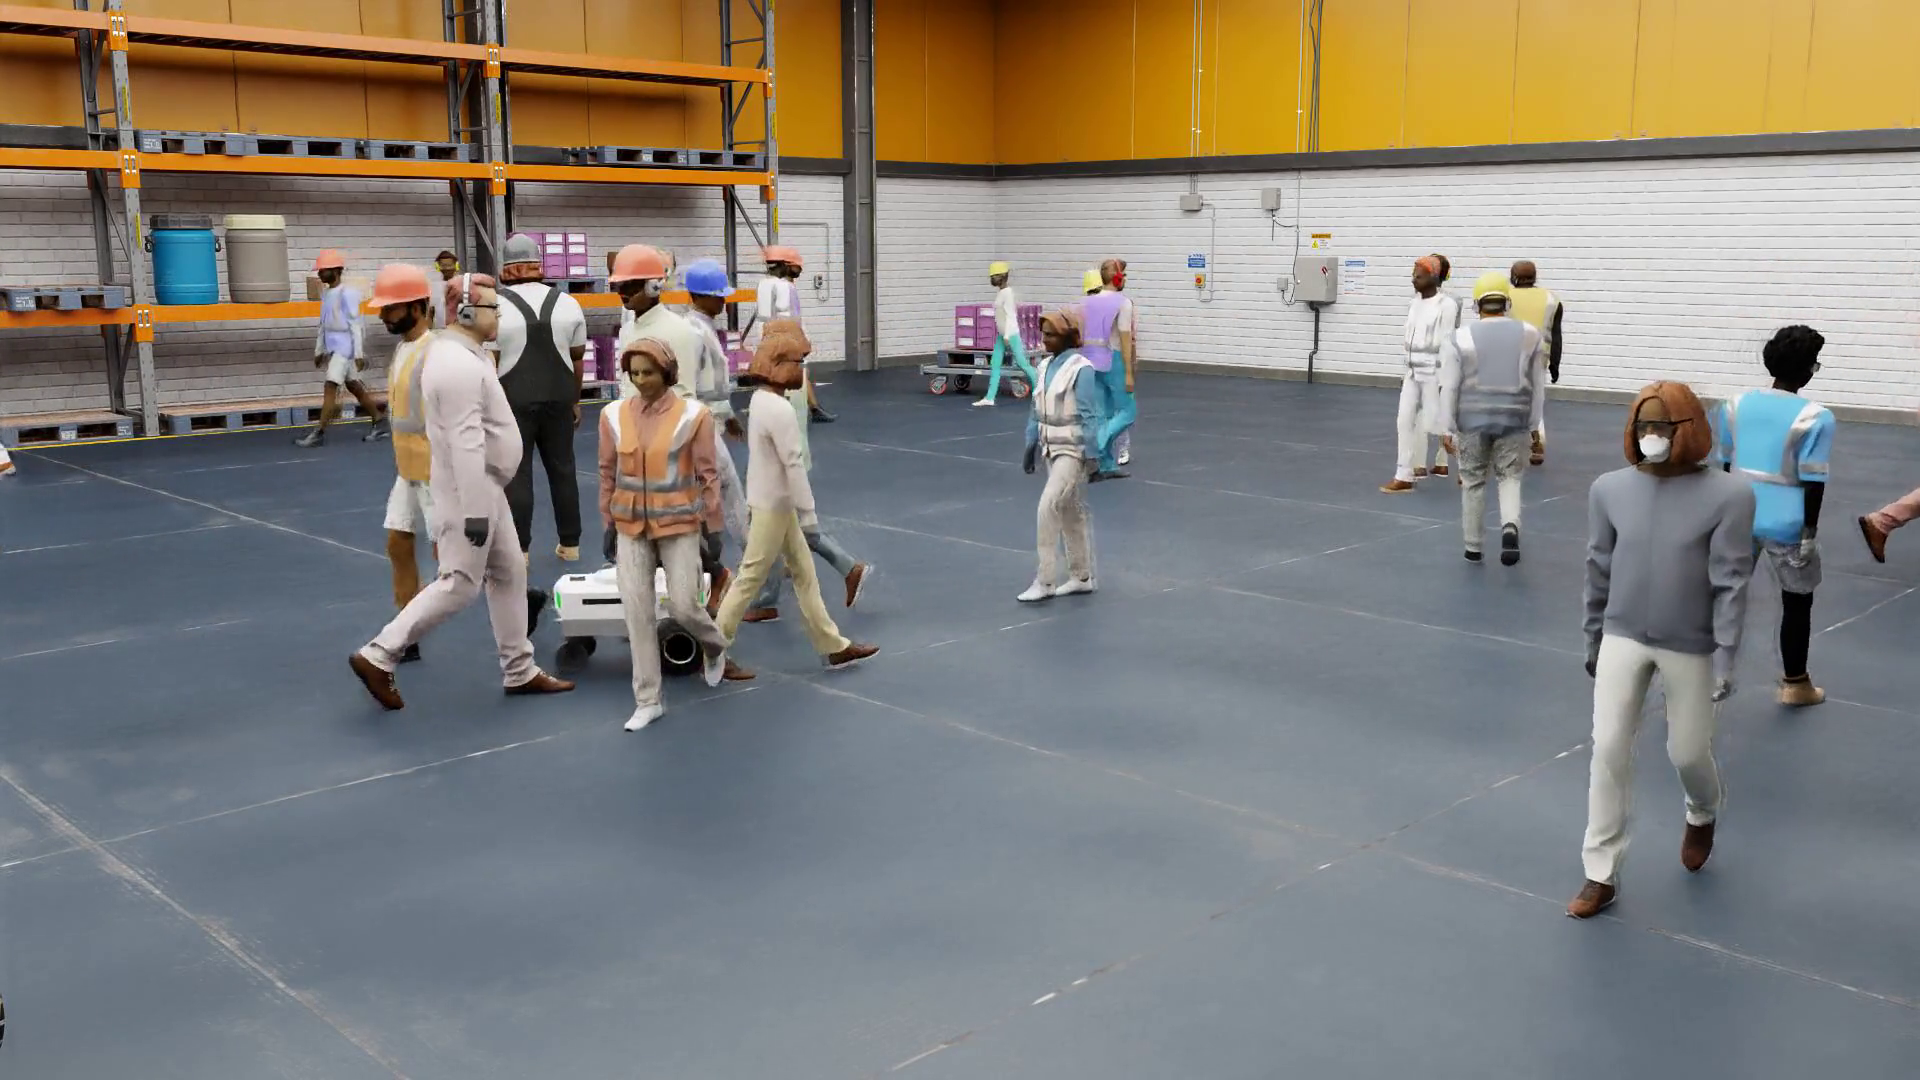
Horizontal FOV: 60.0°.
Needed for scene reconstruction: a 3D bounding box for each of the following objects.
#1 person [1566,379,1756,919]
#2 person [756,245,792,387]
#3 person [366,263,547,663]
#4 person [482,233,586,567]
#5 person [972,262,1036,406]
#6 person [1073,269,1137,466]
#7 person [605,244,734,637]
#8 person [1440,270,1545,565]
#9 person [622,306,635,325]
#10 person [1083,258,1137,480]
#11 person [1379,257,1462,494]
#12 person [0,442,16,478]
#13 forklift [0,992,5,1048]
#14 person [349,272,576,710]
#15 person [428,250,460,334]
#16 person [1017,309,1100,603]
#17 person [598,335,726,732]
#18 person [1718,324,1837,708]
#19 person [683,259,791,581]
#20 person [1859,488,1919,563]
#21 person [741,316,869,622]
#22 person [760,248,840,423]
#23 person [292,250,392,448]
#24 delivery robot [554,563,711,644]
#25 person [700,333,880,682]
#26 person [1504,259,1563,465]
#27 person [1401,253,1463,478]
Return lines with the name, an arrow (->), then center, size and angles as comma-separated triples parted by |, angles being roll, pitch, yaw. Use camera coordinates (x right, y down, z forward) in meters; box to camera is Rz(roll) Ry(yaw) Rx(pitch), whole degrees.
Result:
person -> 2.139, 0.309, 5.048 | 0.501, 1.605, 0.728 | 8, 13, 39
person -> -1.854, -2.053, 17.055 | 0.470, 1.917, 0.552 | -9, 14, -41
person -> -2.443, -0.356, 7.885 | 0.836, 1.905, 0.542 | -8, 13, -38
person -> -2.662, -0.859, 10.228 | 0.683, 2.000, 0.536 | -7, 13, -34
person -> 0.624, -2.443, 19.771 | 0.897, 1.714, 0.597 | -2, 11, -13
person -> 1.261, -1.500, 14.568 | 0.541, 1.725, 0.522 | 3, 11, 16
person -> -1.499, -0.490, 8.379 | 0.541, 1.977, 0.637 | -8, 13, -39
person -> 3.210, -0.715, 10.048 | 0.615, 1.817, 0.550 | 1, 10, 7
person -> -2.392, -1.203, 12.589 | 0.310, 1.863, 0.532 | -1, 10, -5
person -> 1.213, -1.387, 13.668 | 0.475, 1.833, 0.595 | -6, 12, -31
person -> 3.710, -1.283, 13.037 | 0.770, 1.860, 0.585 | -4, 11, -21
person -> -8.136, -1.357, 13.397 | 0.640, 1.891, 1.035 | 6, 12, 29
forklift -> -3.245, 0.323, 3.363 | 2.313, 2.155, 1.214 | 2, 11, 13
person -> -2.164, -0.198, 7.109 | 0.871, 1.874, 0.653 | -3, 11, -15
person -> -5.490, -2.188, 17.979 | 0.527, 1.860, 0.321 | -2, 11, -11
person -> 0.491, -0.455, 9.158 | 0.660, 1.611, 0.552 | -5, 11, -25
person -> -1.231, -0.049, 6.961 | 0.525, 1.619, 0.594 | 2, 11, 12
person -> 3.360, -0.073, 6.976 | 0.826, 1.663, 0.536 | -7, 12, -32
person -> -1.445, -0.657, 9.525 | 1.017, 1.884, 0.685 | -2, 11, -10
person -> 5.716, -0.678, 9.657 | 0.699, 1.886, 0.659 | 7, 12, 33
person -> -0.849, -0.367, 8.717 | 0.686, 1.609, 0.508 | -1, 10, -8
person -> -1.836, -2.184, 17.888 | 0.996, 1.890, 0.546 | 0, 10, -2
person -> -5.993, -1.849, 16.067 | 1.011, 1.887, 0.565 | -10, 14, -42
delivery robot -> -1.534, 0.280, 7.816 | 0.707, 0.478, 0.477 | -1, 10, -4
person -> -0.803, -0.143, 7.558 | 0.871, 1.581, 0.522 | -3, 11, -16
person -> 4.868, -1.510, 14.379 | 0.640, 1.822, 0.527 | 1, 10, 4
person -> 3.934, -1.447, 13.904 | 0.524, 1.871, 0.325 | -3, 11, -18
